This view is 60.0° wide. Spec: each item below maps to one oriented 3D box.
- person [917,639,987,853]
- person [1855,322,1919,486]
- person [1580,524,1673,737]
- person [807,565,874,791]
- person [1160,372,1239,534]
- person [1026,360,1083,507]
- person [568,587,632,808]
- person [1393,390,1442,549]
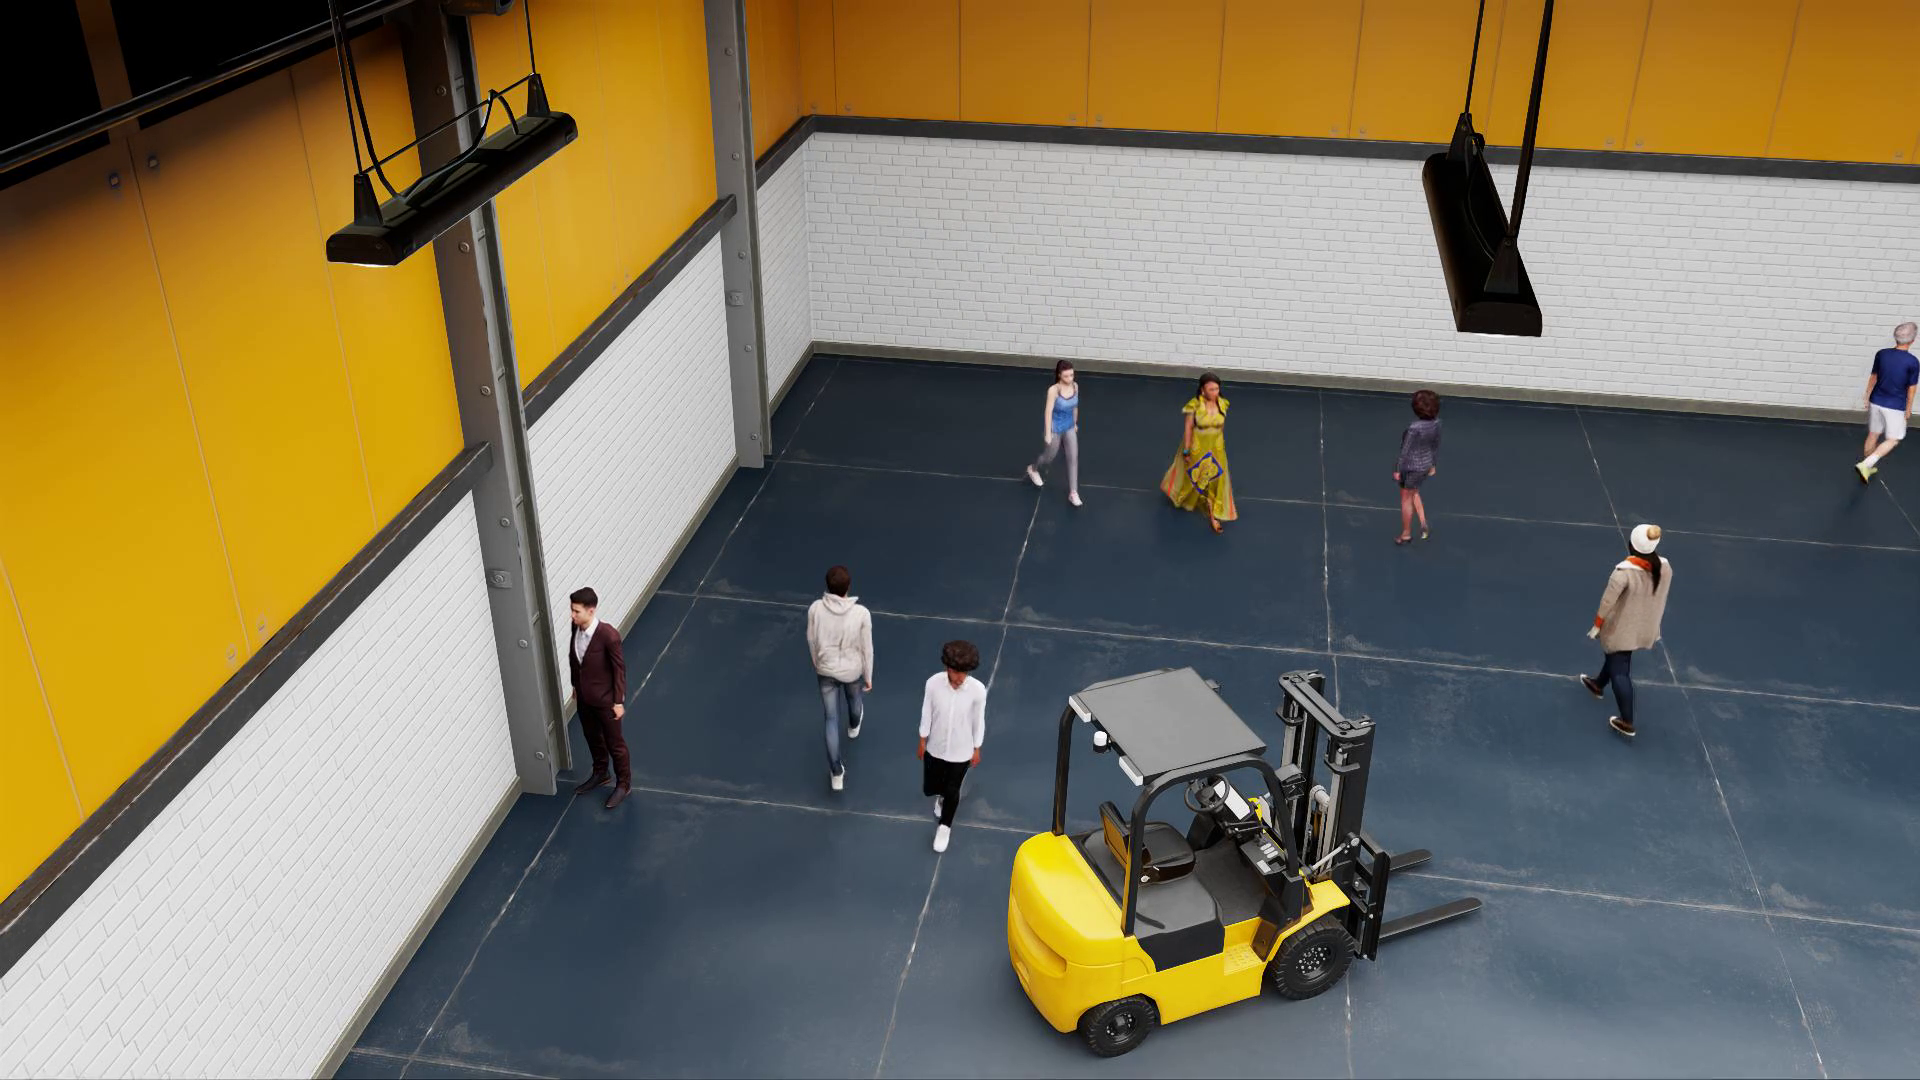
[{"bbox_3d":[-0.050,1.470,12.399,0.686,1.784,0.788,8,30,15],"label":"person"},{"bbox_3d":[9.825,-1.417,17.649,1.042,1.825,0.981,-19,34,-31],"label":"person"},{"bbox_3d":[5.535,0.741,13.670,1.035,1.845,1.260,-8,30,-14],"label":"person"},{"bbox_3d":[-0.963,1.102,13.056,0.838,1.800,1.311,0,29,0],"label":"person"},{"bbox_3d":[2.442,-0.959,17.026,1.096,1.617,1.317,-10,30,-17],"label":"person"},{"bbox_3d":[1.001,-1.170,17.457,1.033,1.575,1.117,-19,34,-30],"label":"person"},{"bbox_3d":[-2.794,1.181,12.845,0.770,1.864,0.737,18,33,29],"label":"person"},{"bbox_3d":[4.559,-0.660,16.403,0.750,1.689,0.814,-20,35,-32],"label":"person"}]
